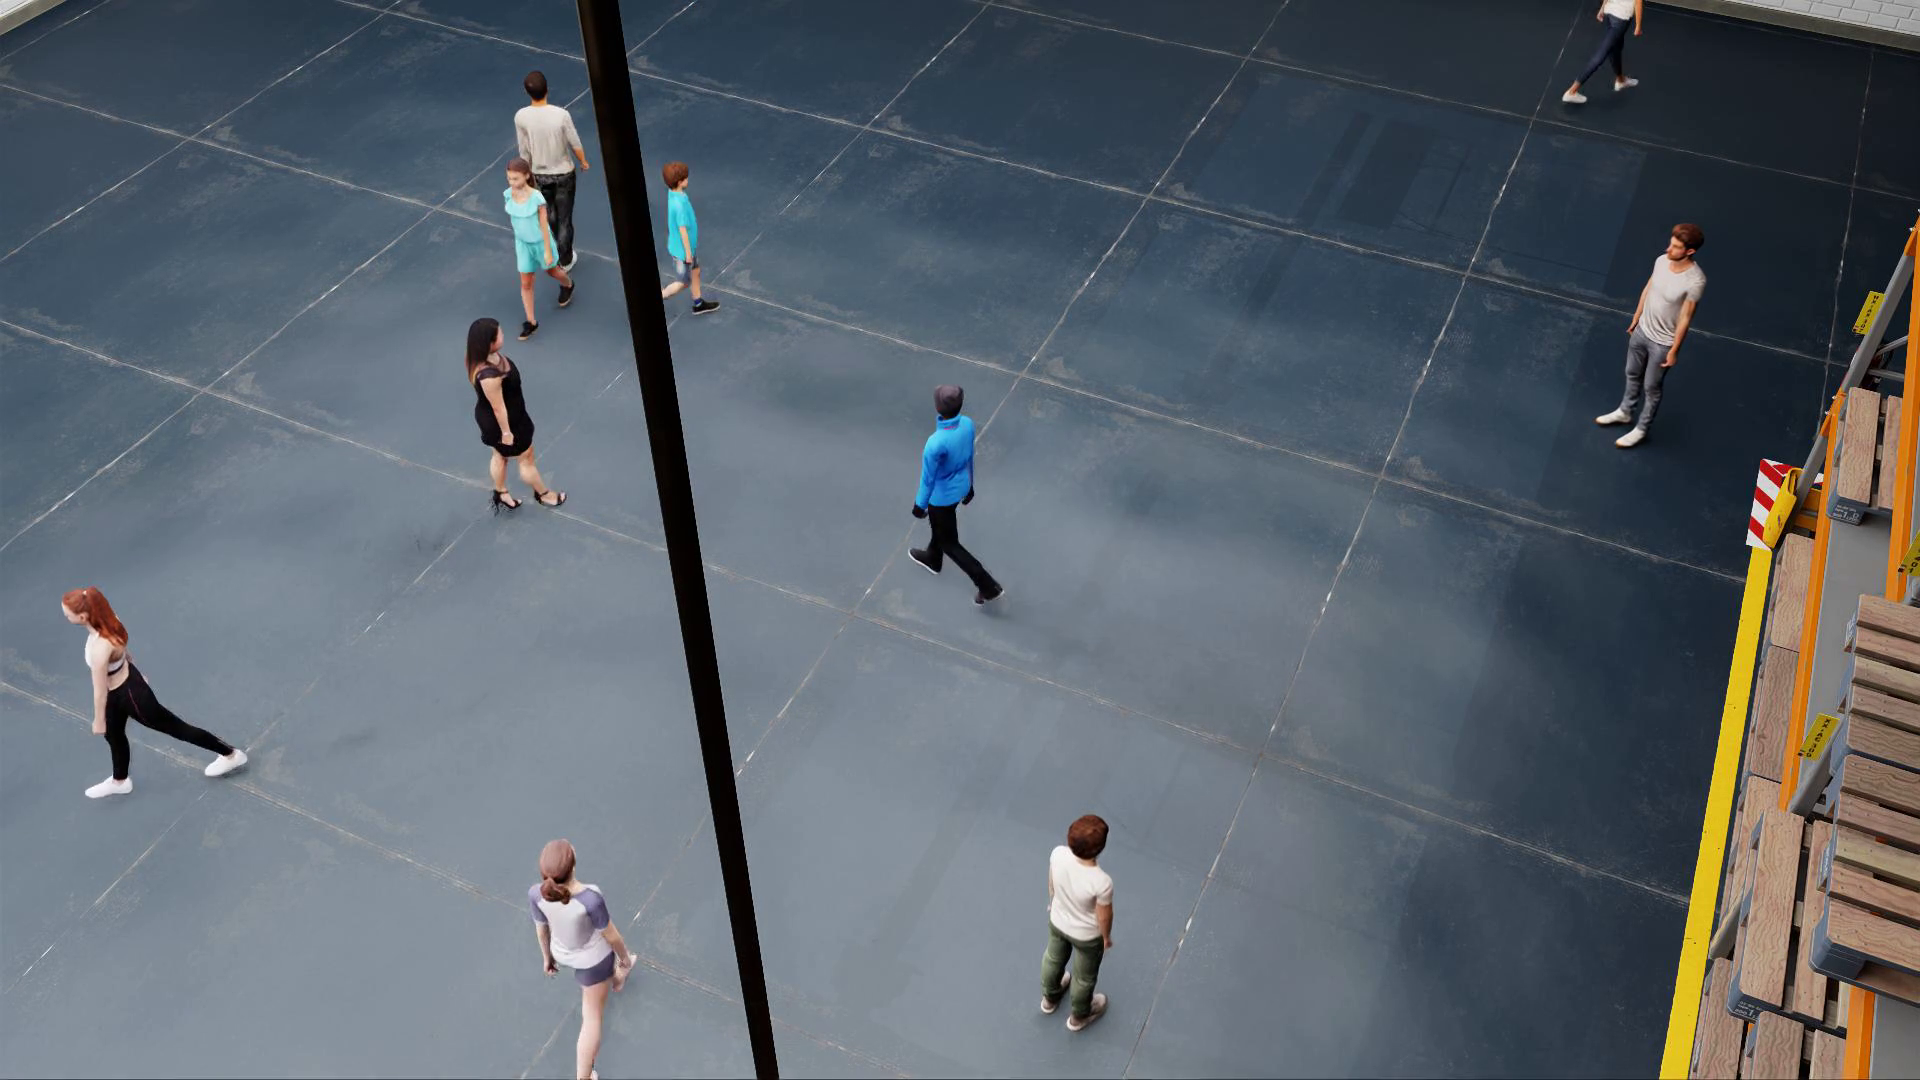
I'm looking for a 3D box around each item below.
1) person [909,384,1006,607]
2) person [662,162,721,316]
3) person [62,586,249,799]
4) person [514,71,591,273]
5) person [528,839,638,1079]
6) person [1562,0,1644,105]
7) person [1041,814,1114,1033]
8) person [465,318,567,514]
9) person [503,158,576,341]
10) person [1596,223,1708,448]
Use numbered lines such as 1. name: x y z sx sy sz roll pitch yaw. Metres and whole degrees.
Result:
1. person: -0.014 -0.269 11.255 0.753 1.768 1.065 23 48 23
2. person: -2.370 -2.450 13.790 0.886 1.427 0.869 -8 44 -9
3. person: -4.900 0.936 10.043 1.204 1.694 1.105 -16 46 -16
4. person: -3.483 -3.093 14.201 0.849 1.792 0.941 2 44 2
5. person: -1.994 2.228 8.668 0.720 1.720 1.195 10 45 10
6. person: 6.376 -5.091 16.322 1.107 1.760 1.145 -8 44 -9
7. person: 0.629 2.056 8.897 0.614 1.654 0.607 31 52 28
8. person: -3.335 -0.841 11.899 0.912 1.706 0.855 -21 47 -20
9. person: -3.467 -2.487 13.759 0.645 1.524 1.079 13 45 13
10. person: 5.266 -1.552 12.513 0.799 1.889 0.745 -15 46 -15
